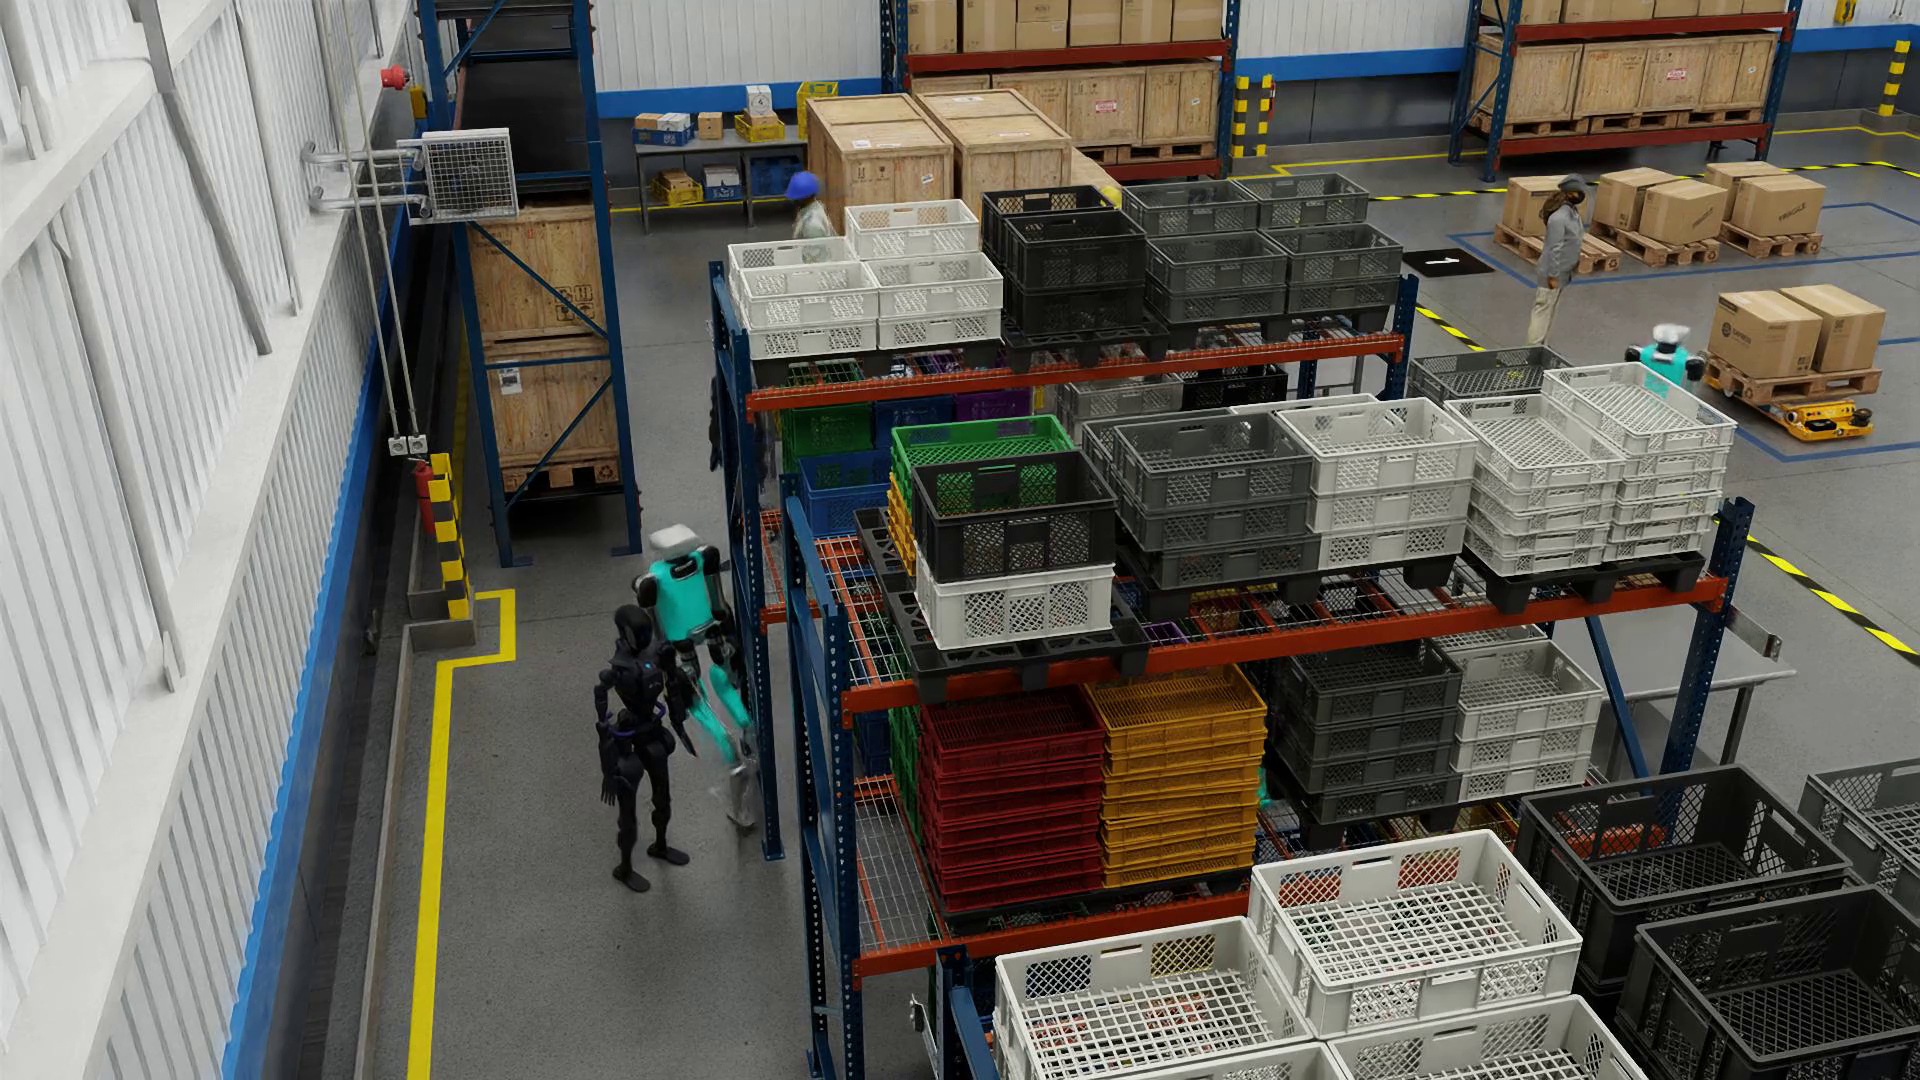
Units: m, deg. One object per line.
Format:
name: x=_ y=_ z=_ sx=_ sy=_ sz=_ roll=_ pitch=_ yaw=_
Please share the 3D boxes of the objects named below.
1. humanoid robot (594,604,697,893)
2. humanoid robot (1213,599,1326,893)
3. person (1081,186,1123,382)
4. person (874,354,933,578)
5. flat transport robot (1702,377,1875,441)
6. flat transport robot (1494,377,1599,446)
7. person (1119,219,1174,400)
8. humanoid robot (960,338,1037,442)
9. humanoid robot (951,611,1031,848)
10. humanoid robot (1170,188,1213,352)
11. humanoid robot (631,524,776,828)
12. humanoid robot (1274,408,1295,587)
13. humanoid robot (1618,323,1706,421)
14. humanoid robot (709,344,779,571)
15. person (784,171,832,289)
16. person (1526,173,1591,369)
humanoid robot: x=-1.630 y=1.054 z=8.534 sx=0.322 sy=1.652 sz=0.588 roll=19 pitch=33 yaw=31
humanoid robot: x=1.432 y=1.156 z=8.297 sx=0.844 sy=1.790 sz=0.539 roll=-16 pitch=32 yaw=-28
person: x=1.268 y=-2.194 z=14.529 sx=0.586 sy=1.834 sz=0.404 roll=5 pitch=28 yaw=9
person: x=-0.528 y=-0.681 z=11.657 sx=0.642 sy=1.822 sz=1.010 roll=-22 pitch=35 yaw=-35
flat transport robot: x=7.143 y=-1.253 z=14.394 sx=0.652 sy=0.197 sz=1.431 roll=-6 pitch=28 yaw=-12
flat transport robot: x=4.780 y=-1.036 z=14.013 sx=0.659 sy=0.231 sz=1.431 roll=-6 pitch=28 yaw=-12
person: x=1.523 y=-1.643 z=13.259 sx=0.607 sy=2.048 sz=0.365 roll=-19 pitch=33 yaw=-31
humanoid robot: x=0.301 y=-0.504 z=11.322 sx=0.530 sy=1.690 sz=0.734 roll=-4 pitch=28 yaw=-8
humanoid robot: x=0.262 y=1.049 z=8.548 sx=1.034 sy=1.771 sz=0.546 roll=-21 pitch=35 yaw=-35
humanoid robot: x=2.090 y=-2.419 z=15.179 sx=0.820 sy=1.621 sz=0.595 roll=-19 pitch=33 yaw=-32
humanoid robot: x=-1.279 y=0.818 z=8.938 sx=0.822 sy=1.775 sz=0.560 roll=24 pitch=36 yaw=37
humanoid robot: x=2.141 y=-0.080 z=10.745 sx=0.580 sy=1.653 sz=0.595 roll=24 pitch=36 yaw=37
humanoid robot: x=5.061 y=-0.805 z=12.073 sx=0.533 sy=1.769 sz=1.039 roll=16 pitch=32 yaw=28
humanoid robot: x=-1.498 y=-0.626 z=11.761 sx=0.725 sy=1.631 sz=0.606 roll=-24 pitch=36 yaw=-38
person: x=-1.279 y=-2.372 z=14.784 sx=0.781 sy=1.911 sz=0.633 roll=-2 pitch=28 yaw=-4
person: x=5.395 y=-2.452 z=15.089 sx=0.397 sy=1.769 sz=0.561 roll=15 pitch=31 yaw=27
